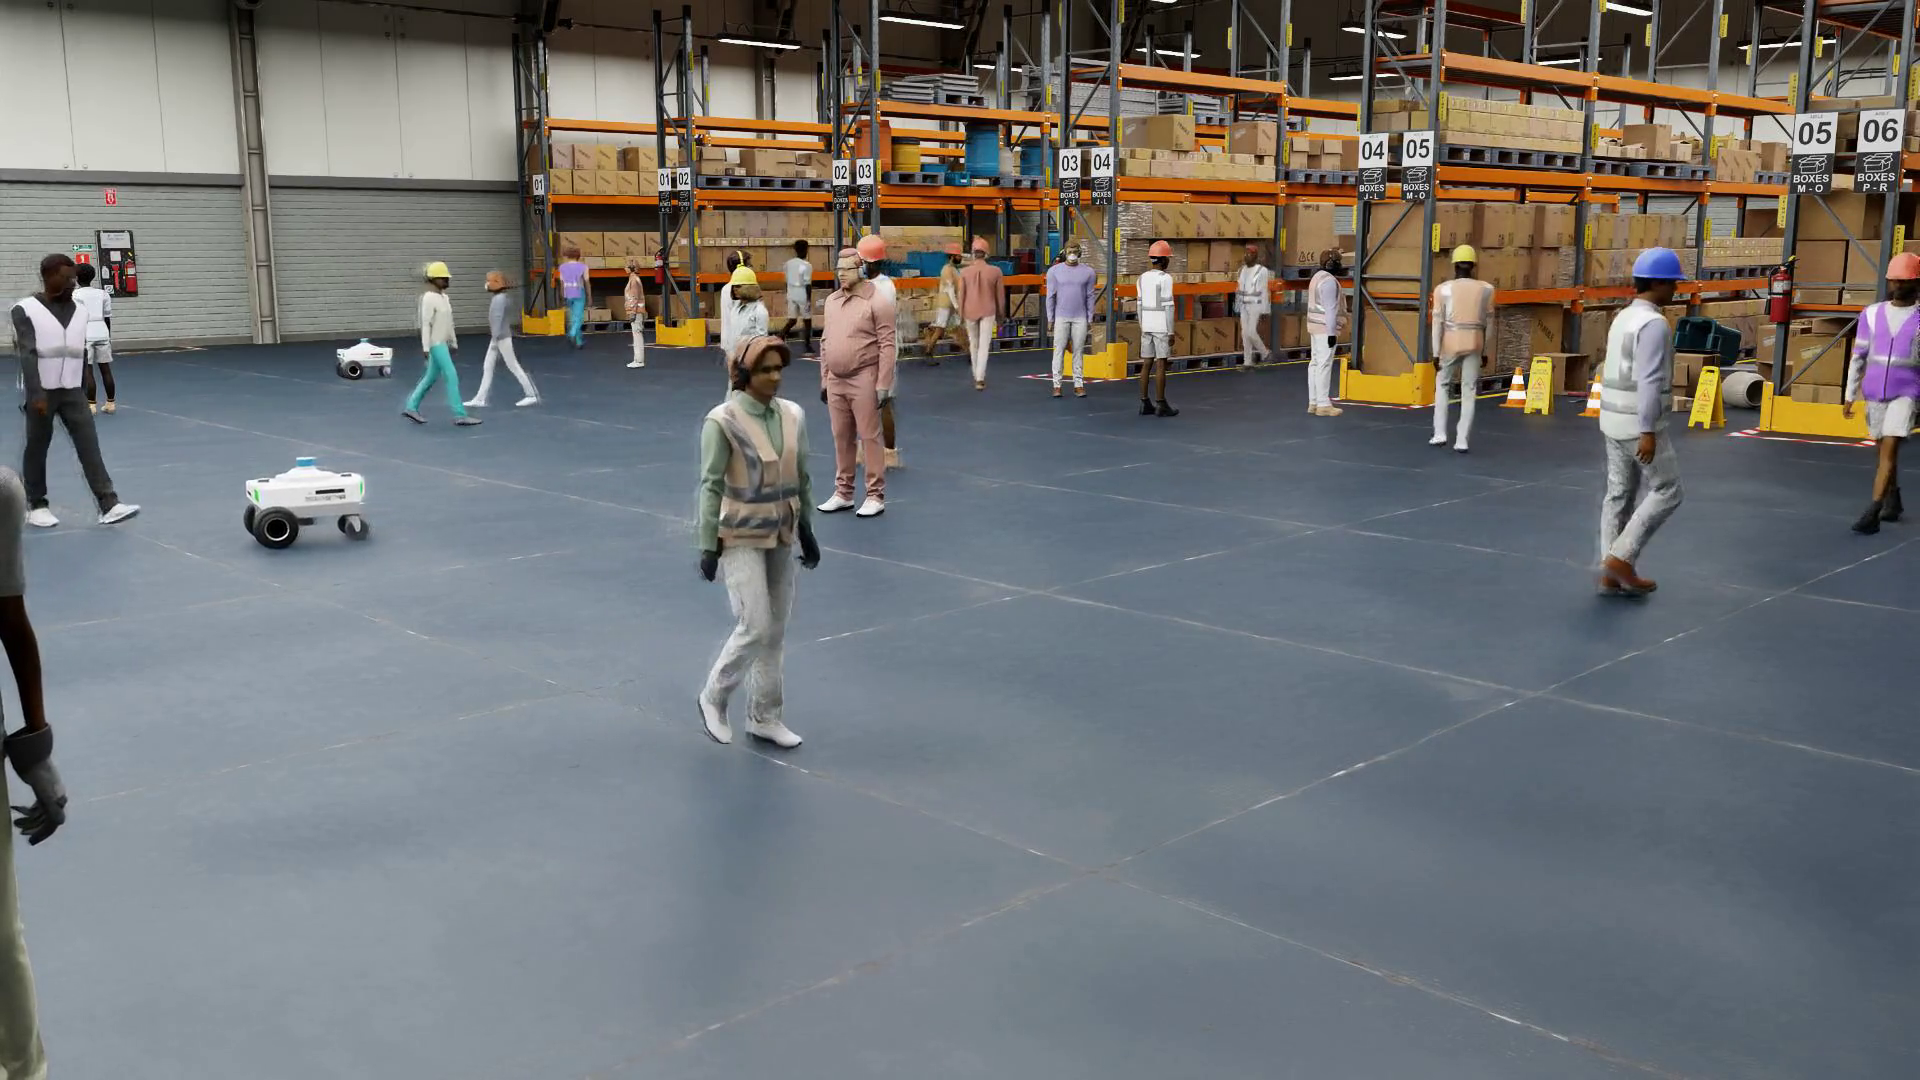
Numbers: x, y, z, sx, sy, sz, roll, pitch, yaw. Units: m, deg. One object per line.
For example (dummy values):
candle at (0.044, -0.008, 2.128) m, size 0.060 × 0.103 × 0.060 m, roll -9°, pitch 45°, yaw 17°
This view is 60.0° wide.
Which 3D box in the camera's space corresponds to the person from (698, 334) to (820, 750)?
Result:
person at (-0.772, 0.018, 6.458) m, size 0.352 × 1.627 × 0.528 m, roll 7°, pitch 13°, yaw 35°

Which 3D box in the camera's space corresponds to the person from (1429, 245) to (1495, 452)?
person at (4.679, -1.795, 15.594) m, size 0.590 × 1.900 × 0.738 m, roll 1°, pitch 10°, yaw 5°

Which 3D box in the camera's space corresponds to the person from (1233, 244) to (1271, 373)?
person at (4.278, -3.390, 24.408) m, size 0.457 × 1.868 × 0.575 m, roll -7°, pitch 12°, yaw -33°

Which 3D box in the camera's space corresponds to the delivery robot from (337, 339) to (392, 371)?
delivery robot at (-8.429, -2.608, 23.565) m, size 0.707 × 0.478 × 0.477 m, roll -7°, pitch 12°, yaw -33°

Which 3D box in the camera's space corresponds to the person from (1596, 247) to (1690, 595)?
person at (3.762, -0.637, 9.188) m, size 0.444 × 1.932 × 0.640 m, roll 1°, pitch 10°, yaw 4°

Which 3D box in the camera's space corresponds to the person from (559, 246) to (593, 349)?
person at (-6.794, -4.256, 29.267) m, size 0.570 × 1.821 × 0.758 m, roll 4°, pitch 11°, yaw 20°

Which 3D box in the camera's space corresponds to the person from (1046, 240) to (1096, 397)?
person at (1.380, -2.757, 20.740) m, size 0.629 × 1.940 × 0.372 m, roll -2°, pitch 11°, yaw -8°

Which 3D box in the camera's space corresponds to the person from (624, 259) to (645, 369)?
person at (-4.940, -3.436, 25.259) m, size 0.306 × 1.640 × 0.521 m, roll -2°, pitch 11°, yaw -11°

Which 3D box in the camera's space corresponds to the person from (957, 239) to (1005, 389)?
person at (0.288, -2.979, 21.941) m, size 0.611 × 1.939 × 1.038 m, roll 2°, pitch 11°, yaw 11°

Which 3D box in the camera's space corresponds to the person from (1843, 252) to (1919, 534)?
person at (6.430, -1.030, 11.459) m, size 0.978 × 1.893 × 0.557 m, roll -9°, pitch 14°, yaw -41°

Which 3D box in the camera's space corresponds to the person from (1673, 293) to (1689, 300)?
person at (15.085, -5.345, 34.886) m, size 0.545 × 1.929 × 0.389 m, roll -2°, pitch 11°, yaw -8°

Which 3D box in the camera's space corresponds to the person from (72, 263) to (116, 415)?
person at (-9.750, -2.252, 18.644) m, size 0.316 × 1.695 × 0.541 m, roll 5°, pitch 12°, yaw 26°

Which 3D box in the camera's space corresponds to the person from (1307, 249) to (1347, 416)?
person at (4.120, -2.335, 18.704) m, size 0.430 × 1.845 × 0.624 m, roll 0°, pitch 10°, yaw -2°

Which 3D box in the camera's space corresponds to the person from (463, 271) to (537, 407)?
person at (-5.391, -2.352, 19.490) m, size 0.841 × 1.589 × 0.512 m, roll -4°, pitch 11°, yaw -21°

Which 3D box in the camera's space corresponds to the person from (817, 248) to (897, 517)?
person at (-0.770, -1.129, 11.953) m, size 0.653 × 1.905 × 0.408 m, roll 8°, pitch 13°, yaw 37°

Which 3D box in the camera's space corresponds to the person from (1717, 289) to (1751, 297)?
person at (14.191, -4.490, 30.550) m, size 0.600 × 1.816 × 0.628 m, roll 10°, pitch 14°, yaw 44°

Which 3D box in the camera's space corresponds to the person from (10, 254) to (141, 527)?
person at (-6.109, -1.004, 11.374) m, size 1.013 × 1.863 × 0.605 m, roll 5°, pitch 12°, yaw 26°

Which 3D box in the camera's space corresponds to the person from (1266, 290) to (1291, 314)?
person at (5.471, -4.282, 29.217) m, size 1.034 × 1.890 × 0.648 m, roll -10°, pitch 14°, yaw -43°

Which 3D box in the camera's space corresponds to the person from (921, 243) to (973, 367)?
person at (-0.138, -3.605, 25.565) m, size 1.027 × 1.883 × 0.550 m, roll 4°, pitch 11°, yaw 22°

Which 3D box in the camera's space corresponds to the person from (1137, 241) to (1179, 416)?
person at (2.219, -2.370, 18.630) m, size 0.357 × 1.938 × 0.543 m, roll -7°, pitch 13°, yaw -35°

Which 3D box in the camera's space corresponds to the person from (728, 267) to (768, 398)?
person at (-1.802, -1.450, 14.164) m, size 0.344 × 1.737 × 0.486 m, roll -9°, pitch 14°, yaw -40°

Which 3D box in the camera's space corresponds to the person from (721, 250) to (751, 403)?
person at (-2.069, -1.769, 15.581) m, size 0.335 × 1.865 × 0.512 m, roll -4°, pitch 11°, yaw -21°

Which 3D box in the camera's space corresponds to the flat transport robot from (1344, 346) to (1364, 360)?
flat transport robot at (6.922, -3.066, 27.094) m, size 0.652 × 0.197 × 1.431 m, roll 10°, pitch 14°, yaw 43°

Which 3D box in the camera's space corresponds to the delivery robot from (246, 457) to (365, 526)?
delivery robot at (-4.324, -0.305, 11.006) m, size 0.707 × 0.478 × 0.477 m, roll -6°, pitch 12°, yaw -30°

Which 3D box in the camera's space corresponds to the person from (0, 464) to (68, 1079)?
person at (-2.107, 0.470, 3.364) m, size 0.510 × 1.863 × 0.311 m, roll -8°, pitch 13°, yaw -38°

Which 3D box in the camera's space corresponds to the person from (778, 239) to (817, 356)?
person at (-2.731, -4.041, 27.716) m, size 0.611 × 1.944 × 0.784 m, roll 7°, pitch 12°, yaw 33°

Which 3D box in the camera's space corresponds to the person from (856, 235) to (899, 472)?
person at (-0.788, -1.552, 13.998) m, size 0.649 × 1.999 × 0.659 m, roll -4°, pitch 11°, yaw -20°

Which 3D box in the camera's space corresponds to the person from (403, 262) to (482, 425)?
person at (-5.577, -2.090, 17.680) m, size 0.883 × 1.728 × 0.532 m, roll 1°, pitch 10°, yaw 4°

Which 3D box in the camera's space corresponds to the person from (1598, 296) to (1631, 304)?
person at (11.847, -4.516, 30.073) m, size 0.625 × 2.033 × 0.551 m, roll 7°, pitch 12°, yaw 32°
